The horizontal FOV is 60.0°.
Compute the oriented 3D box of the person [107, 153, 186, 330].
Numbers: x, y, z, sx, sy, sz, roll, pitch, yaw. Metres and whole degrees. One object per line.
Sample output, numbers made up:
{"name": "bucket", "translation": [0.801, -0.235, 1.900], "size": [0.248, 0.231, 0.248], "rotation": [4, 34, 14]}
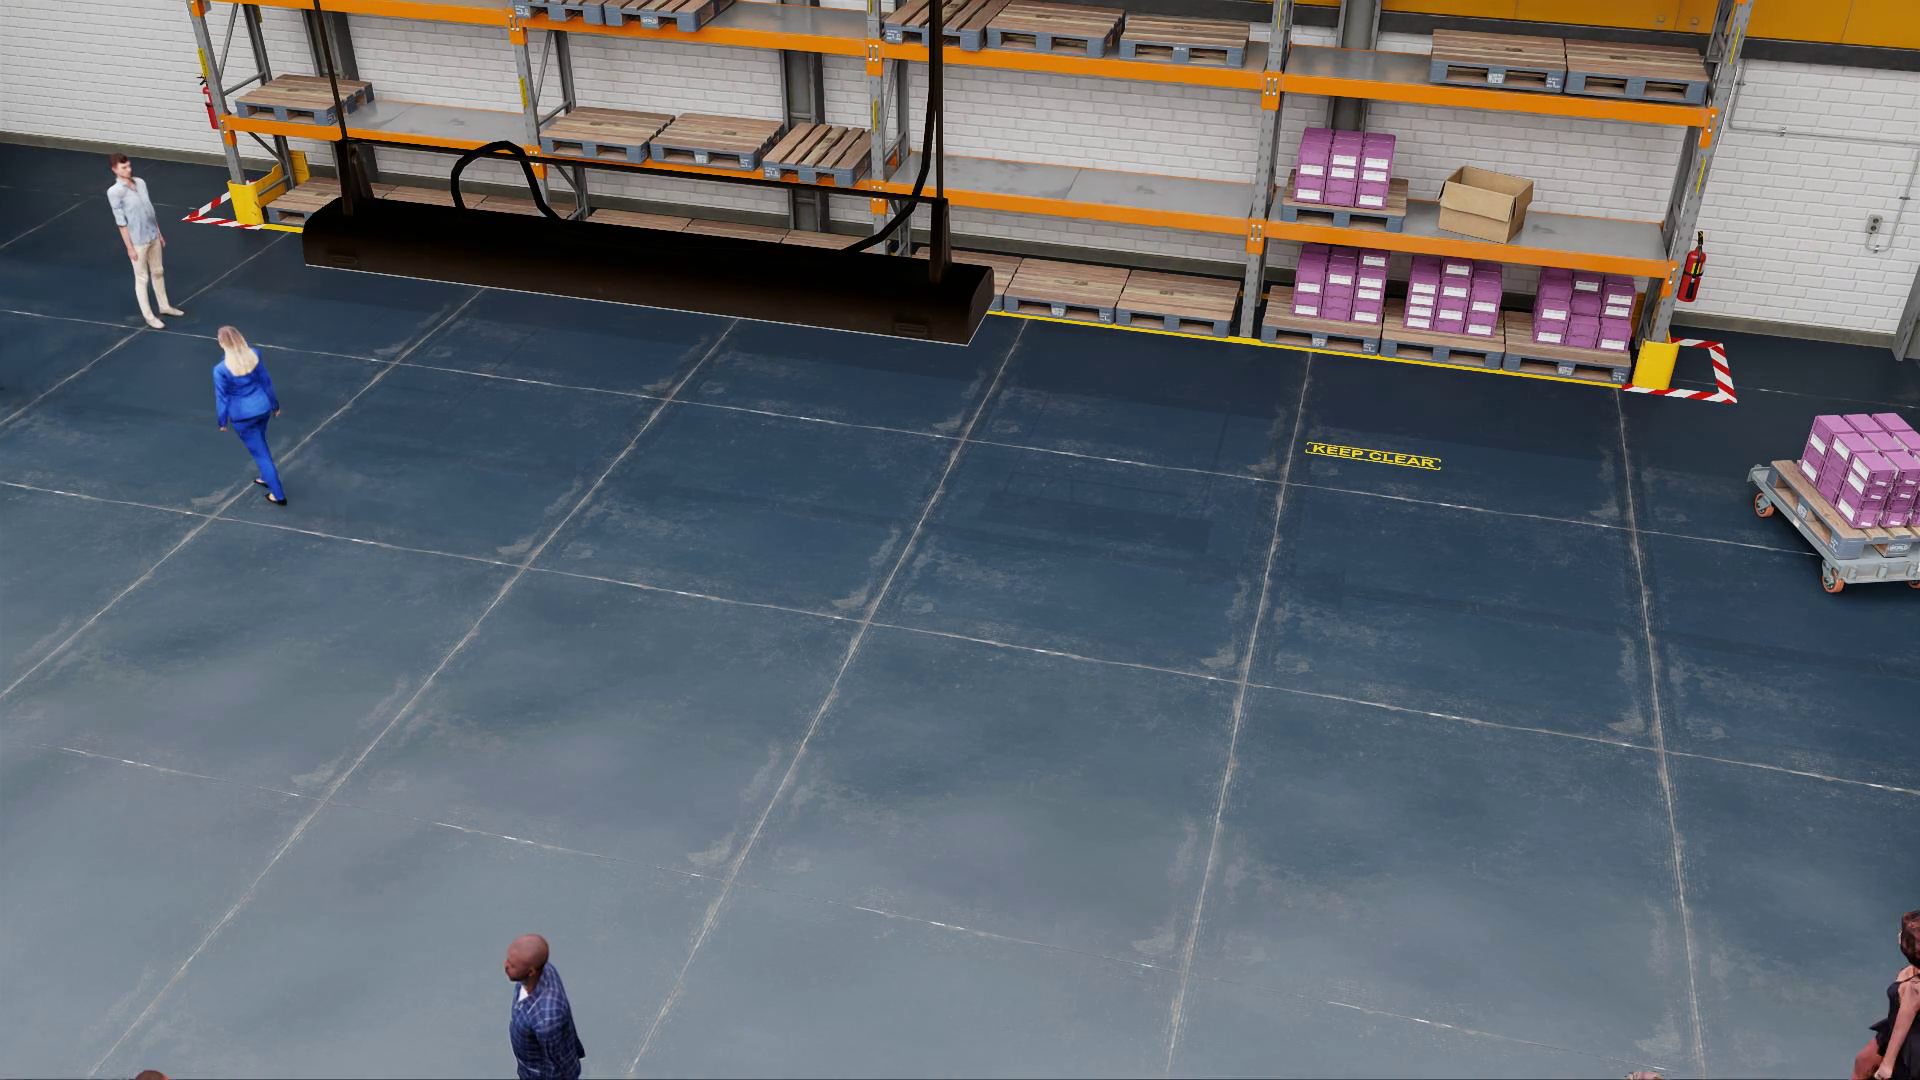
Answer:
{"name": "person", "translation": [-8.515, -3.141, 17.299], "size": [0.541, 1.846, 0.661], "rotation": [11, 35, 16]}

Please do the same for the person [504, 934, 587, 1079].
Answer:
{"name": "person", "translation": [-2.112, 2.681, 8.564], "size": [0.809, 1.819, 0.765], "rotation": [-14, 36, -20]}

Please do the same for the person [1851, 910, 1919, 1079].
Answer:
{"name": "person", "translation": [5.012, 2.688, 8.625], "size": [1.148, 1.740, 0.876], "rotation": [25, 41, 33]}

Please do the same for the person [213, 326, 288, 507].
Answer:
{"name": "person", "translation": [-6.018, -1.034, 14.275], "size": [0.874, 1.685, 0.779], "rotation": [19, 38, 26]}
